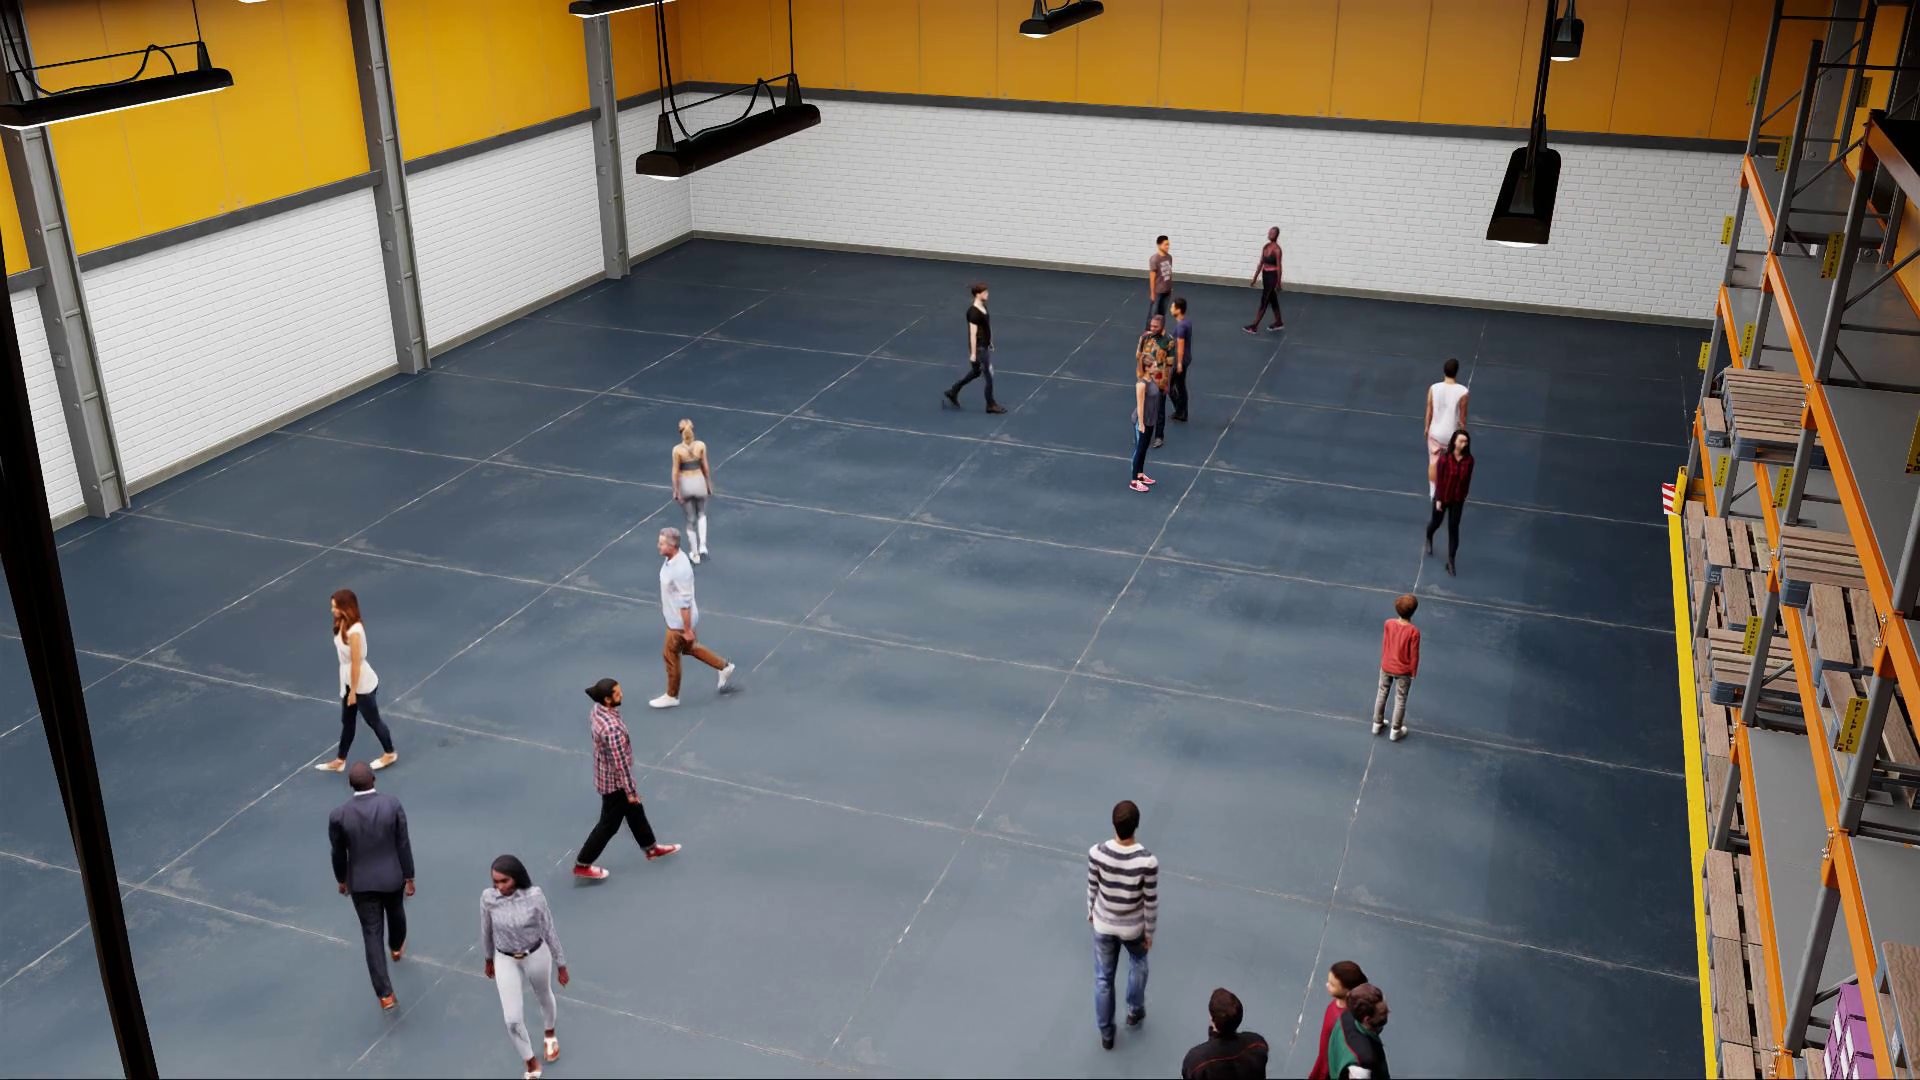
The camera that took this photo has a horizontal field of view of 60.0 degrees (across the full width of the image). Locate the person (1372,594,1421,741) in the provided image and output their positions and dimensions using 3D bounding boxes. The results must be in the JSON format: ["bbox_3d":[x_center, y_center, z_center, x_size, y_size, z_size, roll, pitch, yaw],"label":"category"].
[{"bbox_3d":[3.974,1.145,15.148,0.562,1.415,0.557,18,29,35],"label":"person"}]

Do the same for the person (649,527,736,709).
[{"bbox_3d":[-2.545,0.711,15.654,1.139,1.804,1.146,-7,25,-15],"label":"person"}]

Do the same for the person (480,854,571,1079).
[{"bbox_3d":[-2.906,2.772,11.074,0.922,1.696,1.010,-3,24,-7],"label":"person"}]

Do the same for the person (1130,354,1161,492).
[{"bbox_3d":[2.309,-1.485,20.775,0.647,1.728,0.487,11,26,23],"label":"person"}]

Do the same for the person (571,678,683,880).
[{"bbox_3d":[-2.776,1.894,13.036,1.216,1.734,1.185,-9,25,-20],"label":"person"}]

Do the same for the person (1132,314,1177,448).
[{"bbox_3d":[2.598,-2.145,22.185,0.744,1.807,0.714,13,27,27],"label":"person"}]

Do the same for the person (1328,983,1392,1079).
[{"bbox_3d":[2.286,3.326,9.626,0.769,1.842,0.630,0,24,0],"label":"person"}]

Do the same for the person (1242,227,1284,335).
[{"bbox_3d":[5.127,-4.219,27.040,1.135,1.719,1.070,-11,26,-23],"label":"person"}]

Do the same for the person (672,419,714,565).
[{"bbox_3d":[-2.975,-0.519,18.607,0.724,1.694,0.780,-9,25,-20],"label":"person"}]

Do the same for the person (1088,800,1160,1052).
[{"bbox_3d":[1.064,2.643,11.200,0.701,1.833,0.759,4,24,10],"label":"person"}]

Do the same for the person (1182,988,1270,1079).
[{"bbox_3d":[1.540,3.430,9.451,1.104,1.791,1.265,-6,24,-13],"label":"person"}]

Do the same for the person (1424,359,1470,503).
[{"bbox_3d":[5.893,-1.303,20.297,0.681,1.776,0.705,11,26,23],"label":"person"}]

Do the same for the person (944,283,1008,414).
[{"bbox_3d":[0.185,-2.697,23.373,0.882,1.867,1.156,4,24,8],"label":"person"}]

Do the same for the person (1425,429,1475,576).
[{"bbox_3d":[5.426,-0.479,18.604,0.852,1.622,1.124,-1,24,-2],"label":"person"}]

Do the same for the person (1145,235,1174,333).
[{"bbox_3d":[3.157,-3.966,26.388,0.651,1.777,0.766,-19,30,-36],"label":"person"}]

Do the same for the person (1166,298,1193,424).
[{"bbox_3d":[3.120,-2.450,22.919,0.747,1.778,0.547,6,24,14],"label":"person"}]

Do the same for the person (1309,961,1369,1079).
[{"bbox_3d":[2.354,3.229,10.213,0.657,1.549,0.594,4,24,8],"label":"person"}]

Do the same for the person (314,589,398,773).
[{"bbox_3d":[-5.170,1.224,14.529,1.036,1.766,0.913,-16,28,-32],"label":"person"}]

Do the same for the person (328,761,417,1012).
[{"bbox_3d":[-4.097,2.447,11.703,1.199,1.790,1.313,-9,25,-19],"label":"person"}]
